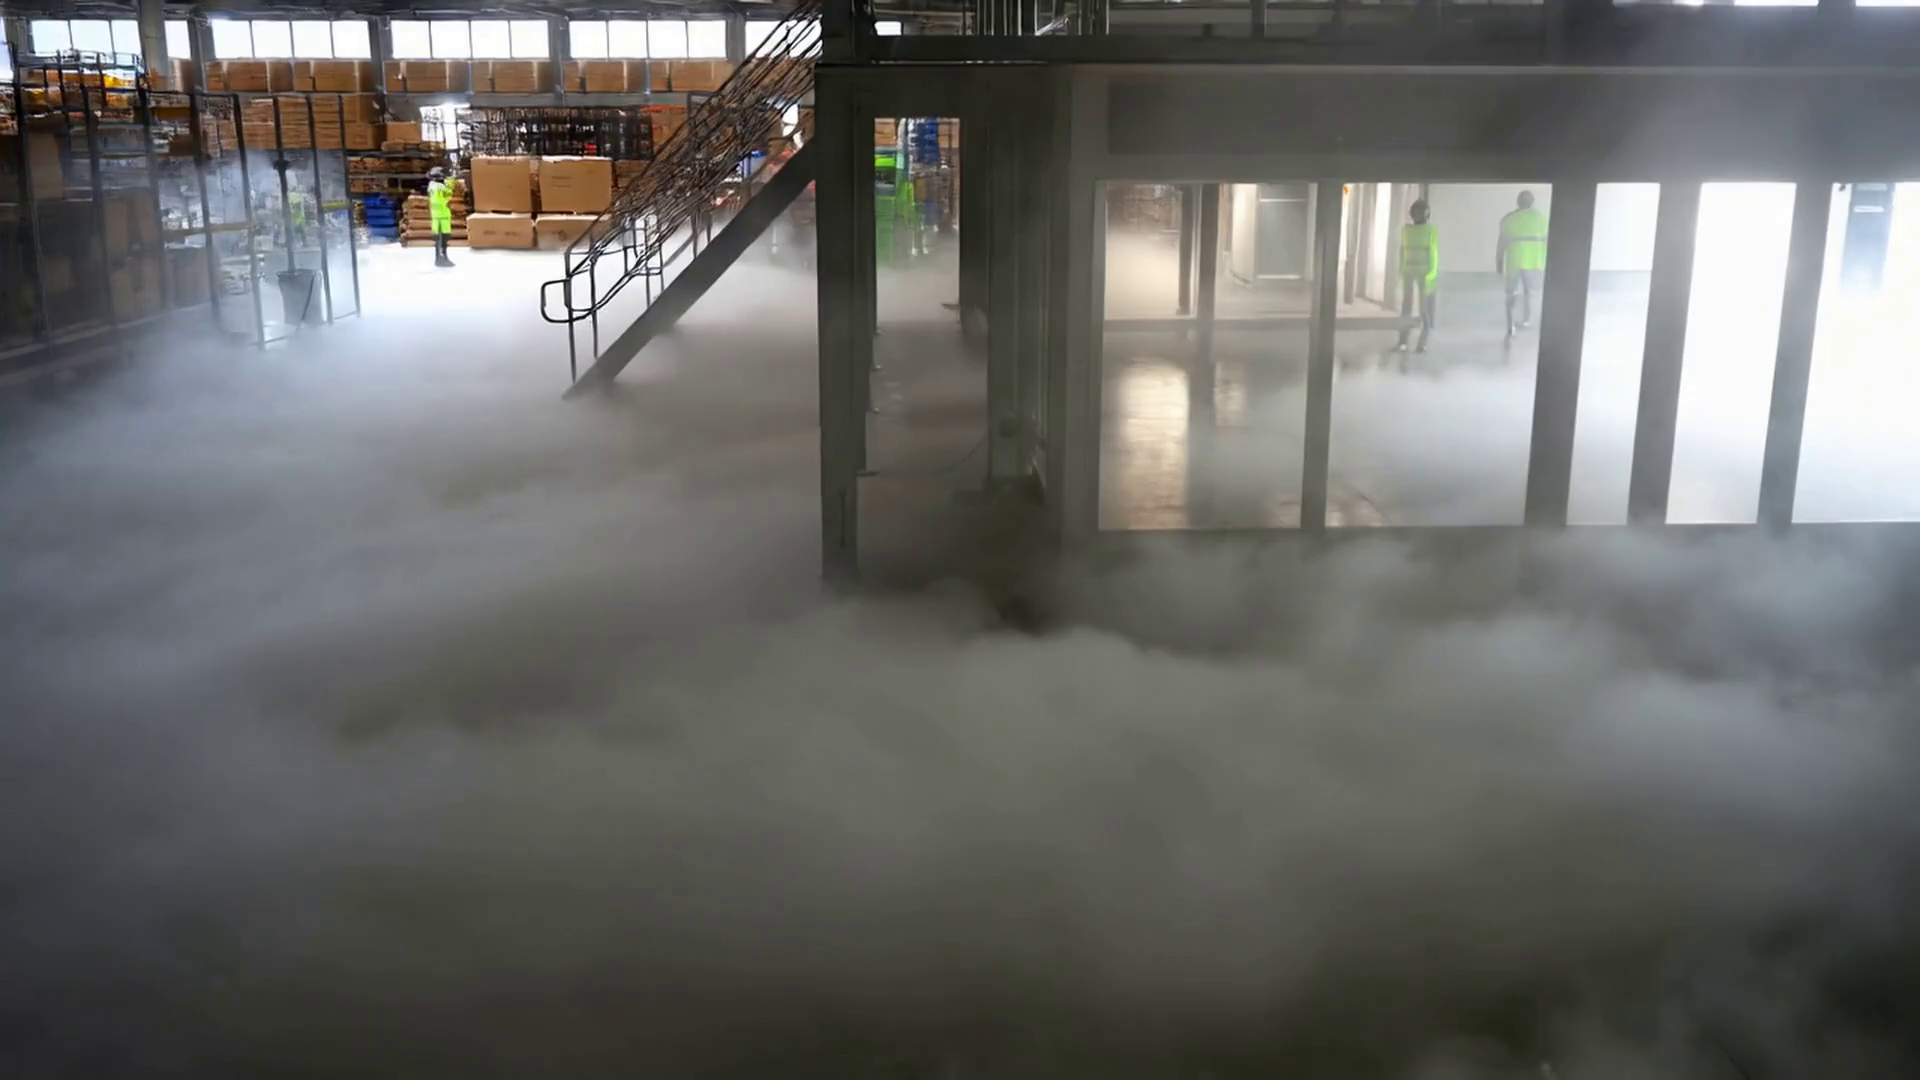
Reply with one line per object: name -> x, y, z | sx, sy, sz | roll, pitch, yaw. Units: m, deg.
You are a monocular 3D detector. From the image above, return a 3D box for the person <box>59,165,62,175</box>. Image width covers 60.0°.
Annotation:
person -> -31.233, -12.406, 57.448 | 0.276, 1.631, 0.507 | 7, 15, 24

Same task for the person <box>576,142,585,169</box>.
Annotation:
person -> -19.144, -19.158, 84.038 | 0.404, 1.828, 0.591 | -11, 18, -37

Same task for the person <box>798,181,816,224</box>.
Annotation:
person -> -4.279, -9.901, 46.706 | 0.631, 1.986, 1.039 | 9, 16, 31

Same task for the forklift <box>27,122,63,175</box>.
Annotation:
forklift -> -35.376, -14.773, 64.377 | 1.129, 2.768, 1.873 | -1, 14, -2

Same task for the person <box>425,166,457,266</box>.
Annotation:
person -> -10.180, -6.342, 32.592 | 0.552, 1.935, 0.374 | 7, 16, 27

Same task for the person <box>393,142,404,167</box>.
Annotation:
person -> -24.800, -16.620, 73.672 | 0.401, 1.938, 0.602 | 7, 16, 25

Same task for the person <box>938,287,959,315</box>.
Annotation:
person -> 0.182, -4.138, 23.975 | 0.972, 1.831, 0.601 | -1, 14, -5
